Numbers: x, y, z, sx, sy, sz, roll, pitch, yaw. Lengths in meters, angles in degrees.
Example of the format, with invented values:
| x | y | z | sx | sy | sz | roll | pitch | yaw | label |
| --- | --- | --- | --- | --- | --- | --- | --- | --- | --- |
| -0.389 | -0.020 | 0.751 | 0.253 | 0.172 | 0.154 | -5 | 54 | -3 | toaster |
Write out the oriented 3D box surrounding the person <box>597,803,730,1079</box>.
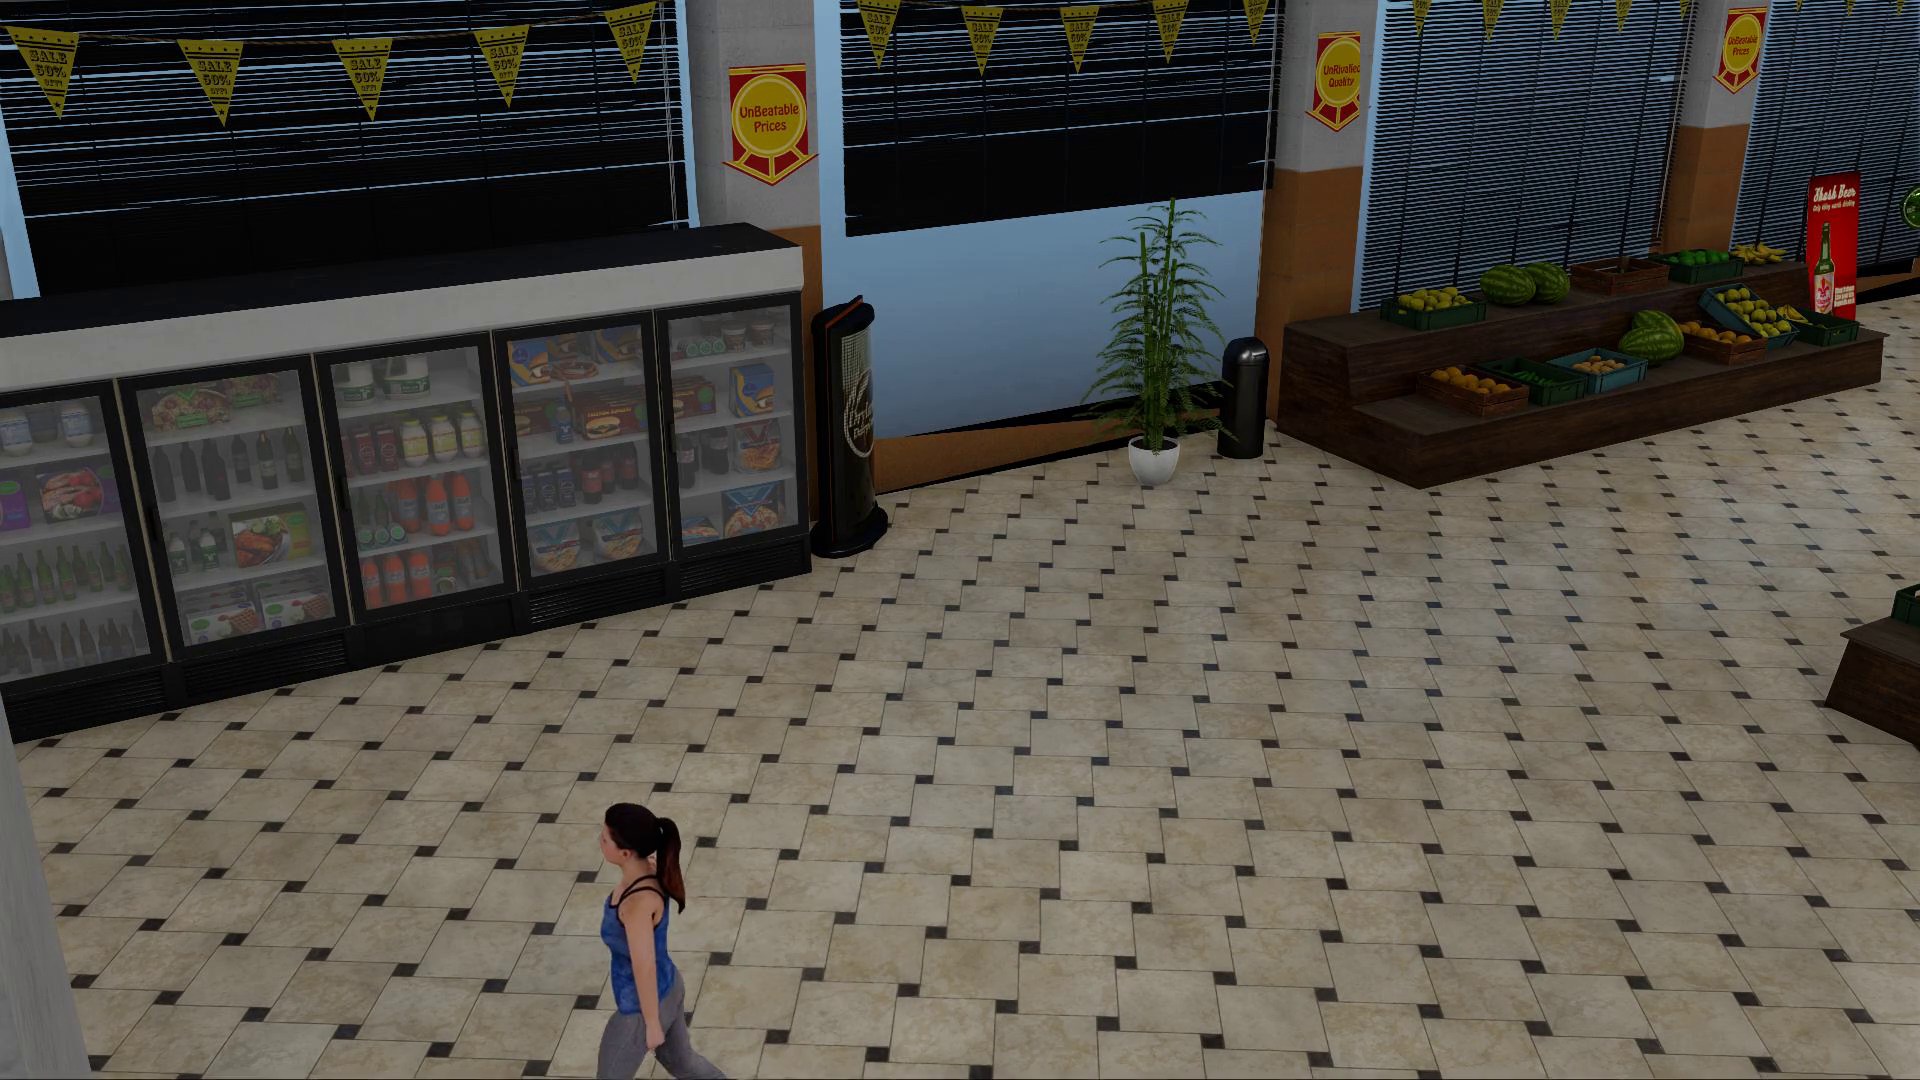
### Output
| x | y | z | sx | sy | sz | roll | pitch | yaw | label |
| --- | --- | --- | --- | --- | --- | --- | --- | --- | --- |
| -1.047 | 1.648 | 5.961 | 1.119 | 1.583 | 0.935 | 1 | 22 | 3 | person |
